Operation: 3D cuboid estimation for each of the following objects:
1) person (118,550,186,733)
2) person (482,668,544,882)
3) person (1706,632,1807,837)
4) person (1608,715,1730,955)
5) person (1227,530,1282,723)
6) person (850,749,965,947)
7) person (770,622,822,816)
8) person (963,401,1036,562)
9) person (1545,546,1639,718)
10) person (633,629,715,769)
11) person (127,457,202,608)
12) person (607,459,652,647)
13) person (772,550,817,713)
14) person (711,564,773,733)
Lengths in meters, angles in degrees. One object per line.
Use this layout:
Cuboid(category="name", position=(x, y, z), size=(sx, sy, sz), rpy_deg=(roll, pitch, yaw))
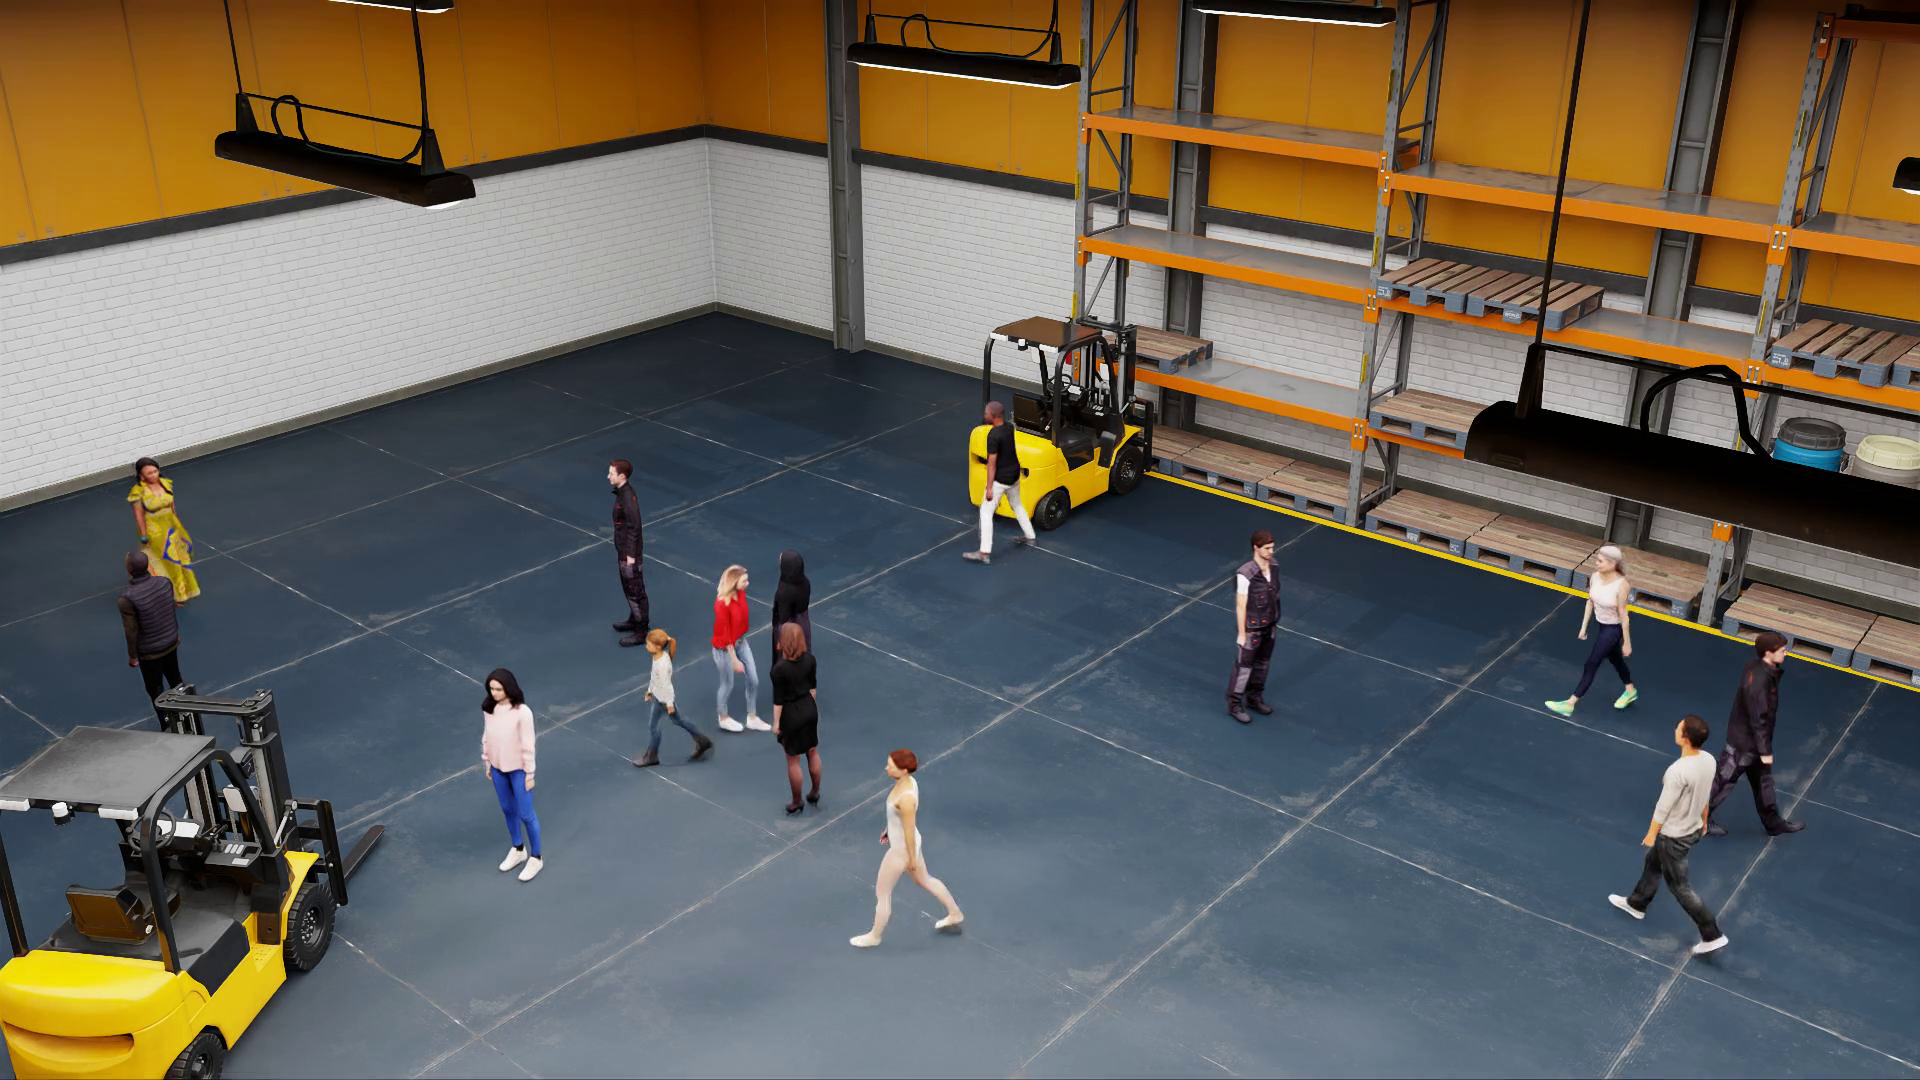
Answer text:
Cuboid(category="person", position=(-7.046, 0.928, 14.573), size=(0.691, 1.836, 0.757), rpy_deg=(9, 25, 20))
Cuboid(category="person", position=(-3.430, 1.753, 12.770), size=(0.550, 1.768, 0.747), rpy_deg=(13, 27, 27))
Cuboid(category="person", position=(6.143, 1.560, 13.166), size=(1.104, 1.804, 0.842), rpy_deg=(13, 27, 28))
Cuboid(category="person", position=(5.234, 2.130, 11.900), size=(0.776, 1.773, 1.203), rpy_deg=(-19, 30, -37))
Cuboid(category="person", position=(2.661, 0.748, 14.971), size=(0.669, 1.847, 0.622), rpy_deg=(-19, 30, -36))
Cuboid(category="person", position=(-0.312, 2.204, 11.941), size=(1.096, 1.605, 1.008), rpy_deg=(-1, 24, -2))
Cuboid(category="person", position=(-1.325, 1.451, 13.541), size=(0.616, 1.704, 0.544), rpy_deg=(-20, 30, -37))
Cuboid(category="person", position=(0.442, -0.638, 18.247), size=(0.877, 1.761, 1.013), rpy_deg=(13, 27, 28))
Cuboid(category="person", position=(5.951, 0.838, 15.022), size=(1.181, 1.641, 1.227), rpy_deg=(-8, 25, -17))
Cuboid(category="person", position=(-2.465, 1.352, 14.286), size=(0.888, 1.288, 0.882), rpy_deg=(-4, 24, -9))
Cuboid(category="person", position=(-8.319, -0.099, 17.162), size=(1.083, 1.644, 0.944), rpy_deg=(9, 25, 20))
Cuboid(category="person", position=(-3.272, 0.098, 16.375), size=(0.840, 1.912, 0.722), rpy_deg=(-8, 25, -17))
Cuboid(category="person", position=(-1.519, 0.823, 15.090), size=(0.667, 1.615, 0.658), rpy_deg=(10, 26, 23))
Cuboid(category="person", position=(-2.093, 0.967, 14.684), size=(0.804, 1.674, 0.712), rpy_deg=(11, 26, 24))
